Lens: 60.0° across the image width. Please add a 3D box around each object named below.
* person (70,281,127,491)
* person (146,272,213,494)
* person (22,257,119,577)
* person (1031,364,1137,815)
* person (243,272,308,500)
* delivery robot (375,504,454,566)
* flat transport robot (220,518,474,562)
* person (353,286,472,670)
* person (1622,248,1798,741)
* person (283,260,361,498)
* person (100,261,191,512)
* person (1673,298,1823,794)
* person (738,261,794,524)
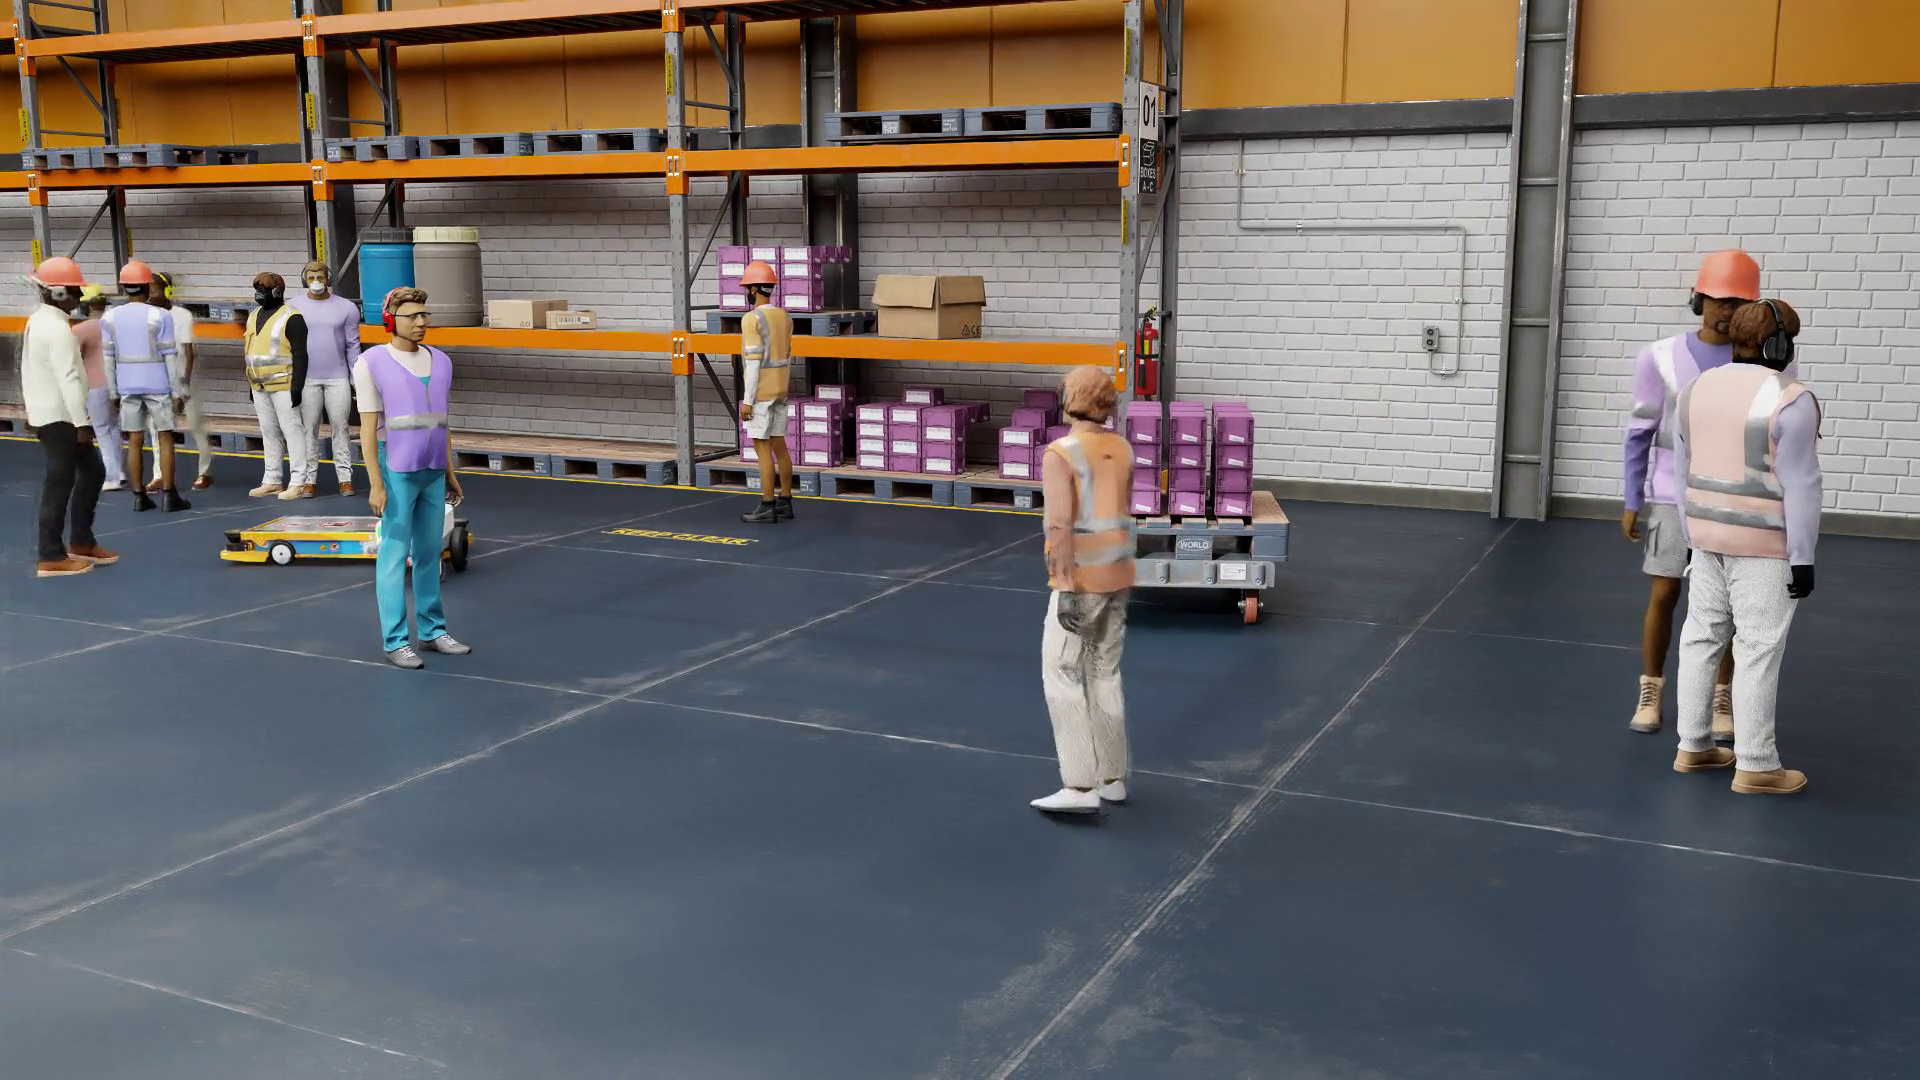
[{"bbox_3d":[-7.243,-1.279,13.929,0.500,1.750,0.555,5,11,25],"label":"person"},{"bbox_3d":[-6.535,-1.292,13.790,0.545,1.827,0.801,3,10,15],"label":"person"},{"bbox_3d":[-5.516,-0.764,10.362,0.648,1.971,0.659,-8,12,-37],"label":"person"},{"bbox_3d":[0.472,0.170,6.055,0.404,1.610,0.550,9,13,40],"label":"person"},{"bbox_3d":[-5.572,-1.250,13.540,0.627,1.844,0.429,5,11,27],"label":"person"},{"bbox_3d":[-3.342,-0.073,10.212,0.477,0.478,0.707,-1,10,-6],"label":"delivery robot"},{"bbox_3d":[-4.011,-0.010,10.931,1.431,0.197,0.652,0,10,3],"label":"flat transport robot"},{"bbox_3d":[-2.692,-0.310,8.145,0.390,1.846,0.565,5,11,26],"label":"person"},{"bbox_3d":[3.068,-0.172,6.843,0.633,2.030,0.438,4,11,21],"label":"person"},{"bbox_3d":[-5.215,-1.312,13.619,0.631,1.940,0.372,-4,11,-23],"label":"person"},{"bbox_3d":[-6.281,-1.172,12.838,0.582,1.933,0.389,-1,10,-3],"label":"person"},{"bbox_3d":[2.963,0.023,6.252,0.429,1.844,0.627,-4,11,-21],"label":"person"},{"bbox_3d":[-1.466,-1.088,12.338,0.375,1.935,0.551,5,11,26],"label":"person"}]
